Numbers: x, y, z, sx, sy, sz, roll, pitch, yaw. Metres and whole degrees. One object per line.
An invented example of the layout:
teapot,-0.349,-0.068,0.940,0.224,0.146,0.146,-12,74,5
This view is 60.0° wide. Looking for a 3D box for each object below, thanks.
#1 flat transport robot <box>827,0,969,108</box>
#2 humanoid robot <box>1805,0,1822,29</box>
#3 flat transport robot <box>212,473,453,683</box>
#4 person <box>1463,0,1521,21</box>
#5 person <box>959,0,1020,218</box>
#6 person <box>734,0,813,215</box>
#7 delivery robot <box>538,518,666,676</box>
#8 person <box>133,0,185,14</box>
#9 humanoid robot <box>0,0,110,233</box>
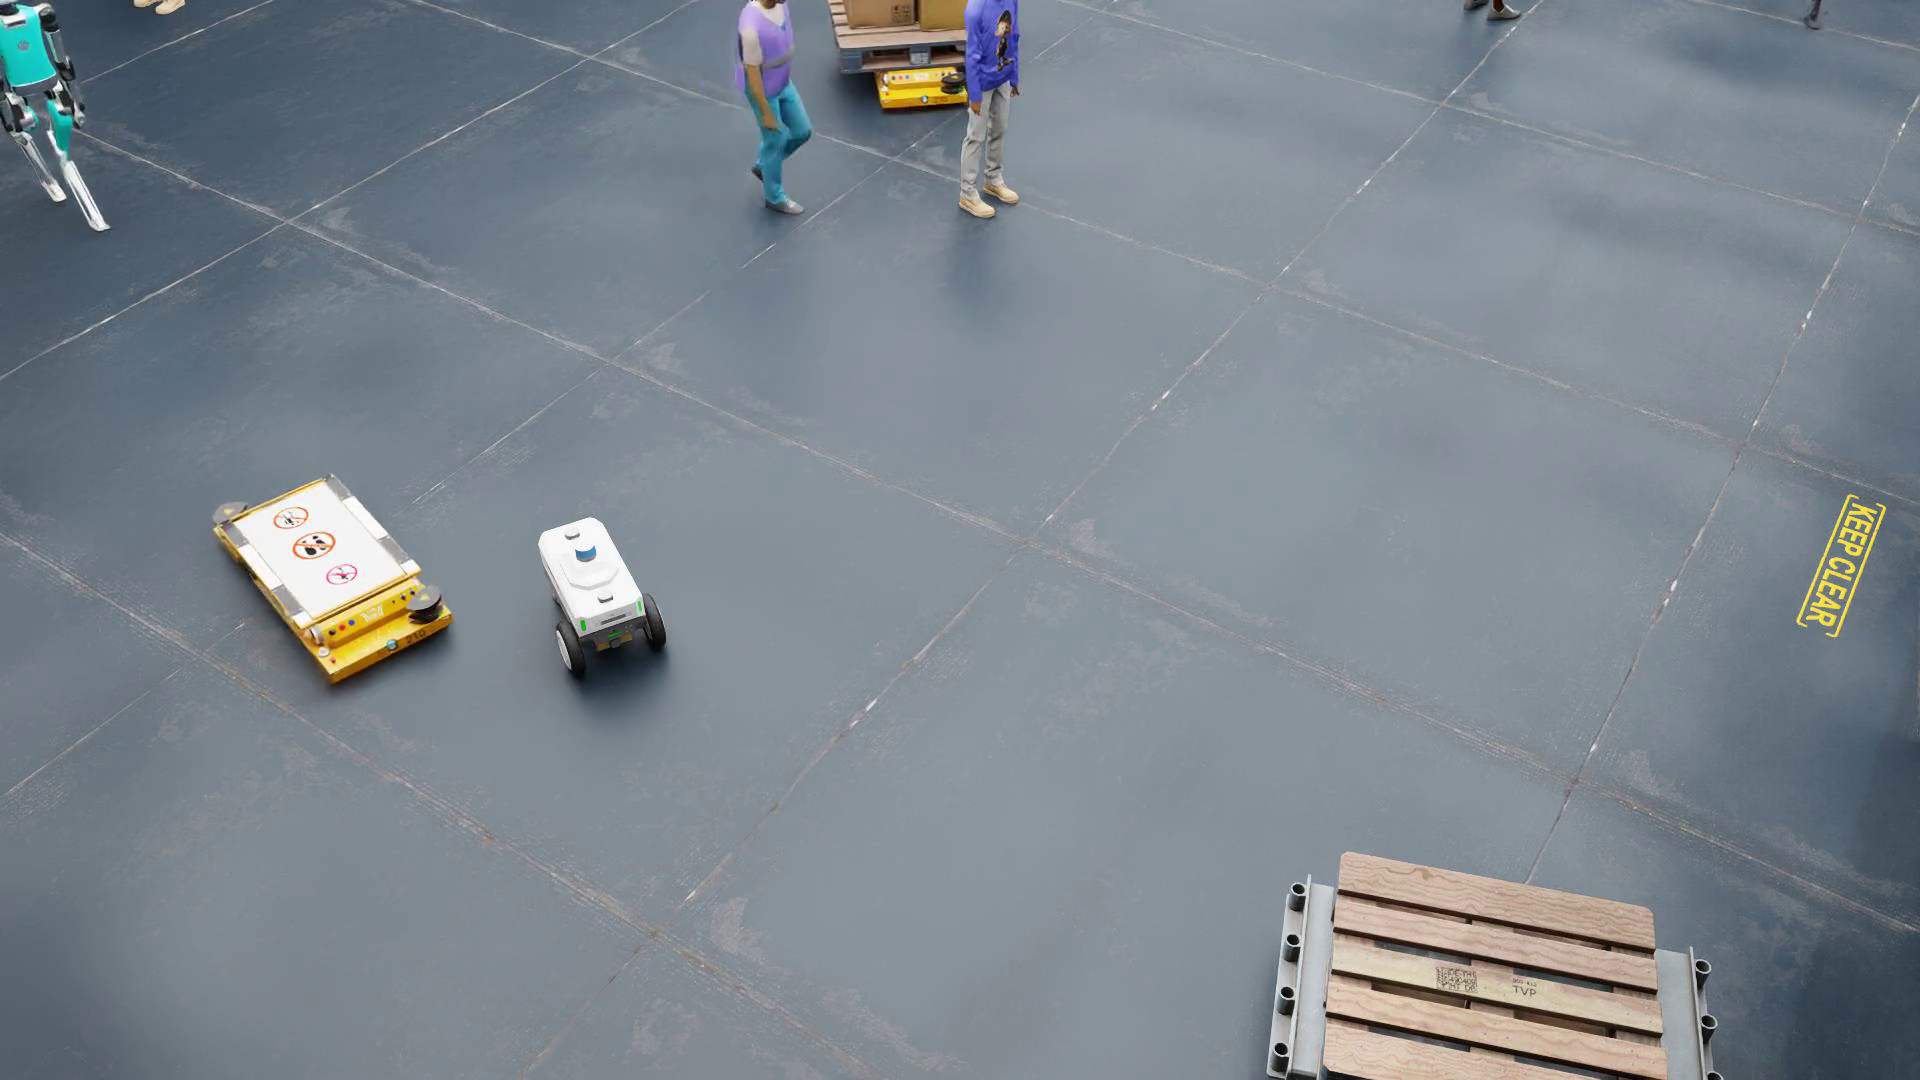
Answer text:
flat transport robot,-0.378,-3.809,13.041,0.659,0.231,1.431,-6,42,-7
humanoid robot,7.020,-5.037,13.398,0.601,1.628,0.808,5,42,6
flat transport robot,-3.275,0.146,8.616,0.659,0.231,1.431,-30,50,-29
person,4.384,-5.124,13.265,0.430,1.933,0.552,-23,46,-23
person,0.227,-3.028,10.977,0.370,1.866,0.460,31,50,30
person,-1.233,-2.948,10.914,0.467,1.815,0.607,13,43,14
delivery robot,-1.828,0.239,8.287,0.499,0.581,0.774,-19,45,-20
person,-6.691,-5.131,13.412,0.482,1.748,0.327,25,48,26
humanoid robot,-6.097,-2.889,10.945,0.545,1.751,1.067,-31,50,-30
